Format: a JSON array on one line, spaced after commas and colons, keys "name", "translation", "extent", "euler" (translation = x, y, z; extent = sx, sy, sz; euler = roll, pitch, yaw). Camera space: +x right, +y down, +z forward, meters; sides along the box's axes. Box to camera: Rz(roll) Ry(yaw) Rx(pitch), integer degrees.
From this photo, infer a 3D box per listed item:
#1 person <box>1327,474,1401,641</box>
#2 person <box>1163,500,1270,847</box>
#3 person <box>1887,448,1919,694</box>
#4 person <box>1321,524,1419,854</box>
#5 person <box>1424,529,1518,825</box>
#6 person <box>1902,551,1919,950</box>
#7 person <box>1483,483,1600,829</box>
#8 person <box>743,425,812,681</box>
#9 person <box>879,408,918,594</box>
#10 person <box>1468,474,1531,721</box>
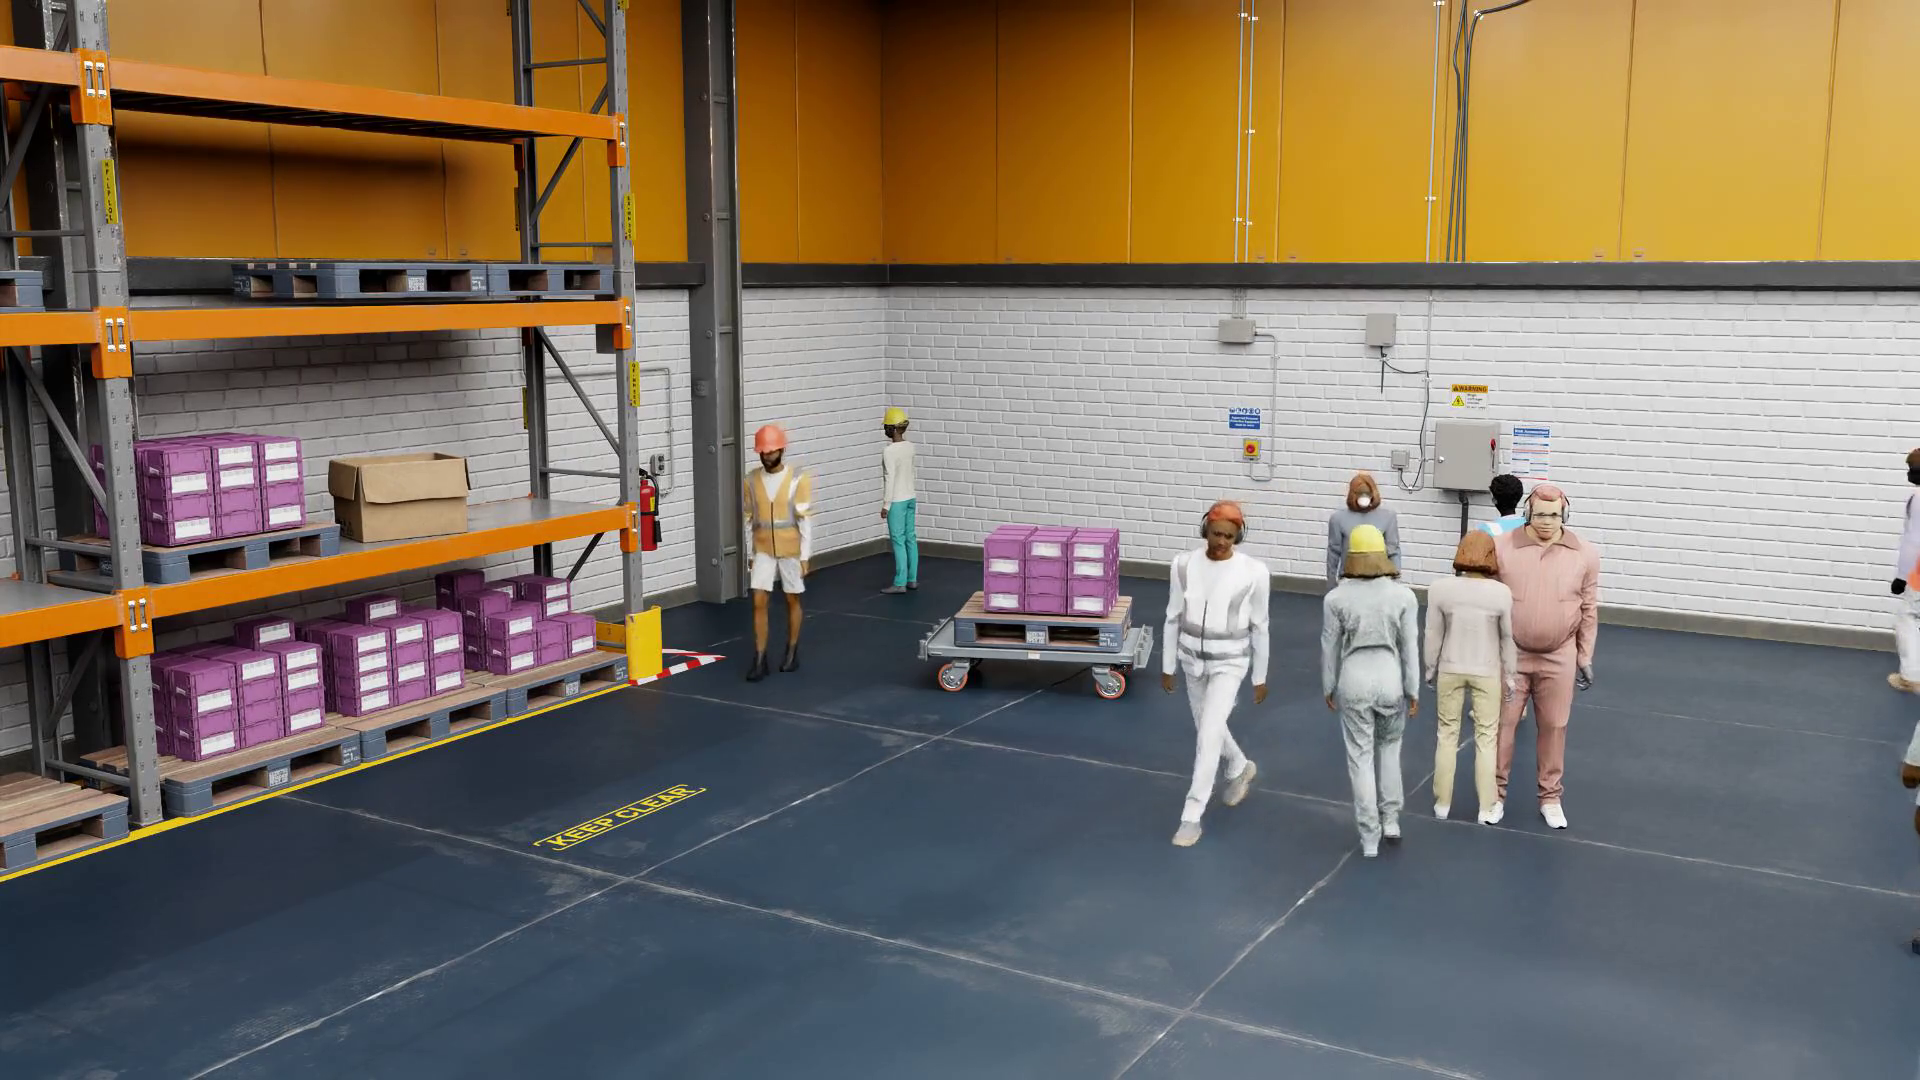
[{"name": "person", "translation": [2.942, 0.297, 12.182], "extent": [0.506, 1.585, 0.854], "euler": [0, 9, 2]}, {"name": "person", "translation": [1.432, 0.670, 9.086], "extent": [0.582, 1.845, 0.950], "euler": [6, 11, 33]}, {"name": "person", "translation": [6.944, 0.233, 11.924], "extent": [0.632, 1.809, 0.489], "euler": [-6, 11, -33]}, {"name": "person", "translation": [2.150, 0.773, 8.778], "extent": [0.503, 1.711, 0.579], "euler": [1, 9, 7]}, {"name": "person", "translation": [2.820, 0.752, 9.193], "extent": [0.507, 1.631, 0.268], "euler": [5, 10, 26]}, {"name": "person", "translation": [4.479, 0.906, 7.497], "extent": [0.656, 1.885, 0.375], "euler": [-8, 12, -40]}, {"name": "person", "translation": [3.152, 0.633, 9.108], "extent": [0.639, 1.903, 0.407], "euler": [2, 9, 13]}, {"name": "person", "translation": [-1.379, 0.099, 12.408], "extent": [0.568, 1.900, 0.843], "euler": [2, 9, 9]}, {"name": "person", "translation": [-0.595, -0.366, 15.761], "extent": [0.327, 1.769, 0.525], "euler": [5, 10, 28]}, {"name": "person", "translation": [3.671, 0.400, 11.207], "extent": [0.530, 1.693, 0.321], "euler": [-4, 10, -25]}]
